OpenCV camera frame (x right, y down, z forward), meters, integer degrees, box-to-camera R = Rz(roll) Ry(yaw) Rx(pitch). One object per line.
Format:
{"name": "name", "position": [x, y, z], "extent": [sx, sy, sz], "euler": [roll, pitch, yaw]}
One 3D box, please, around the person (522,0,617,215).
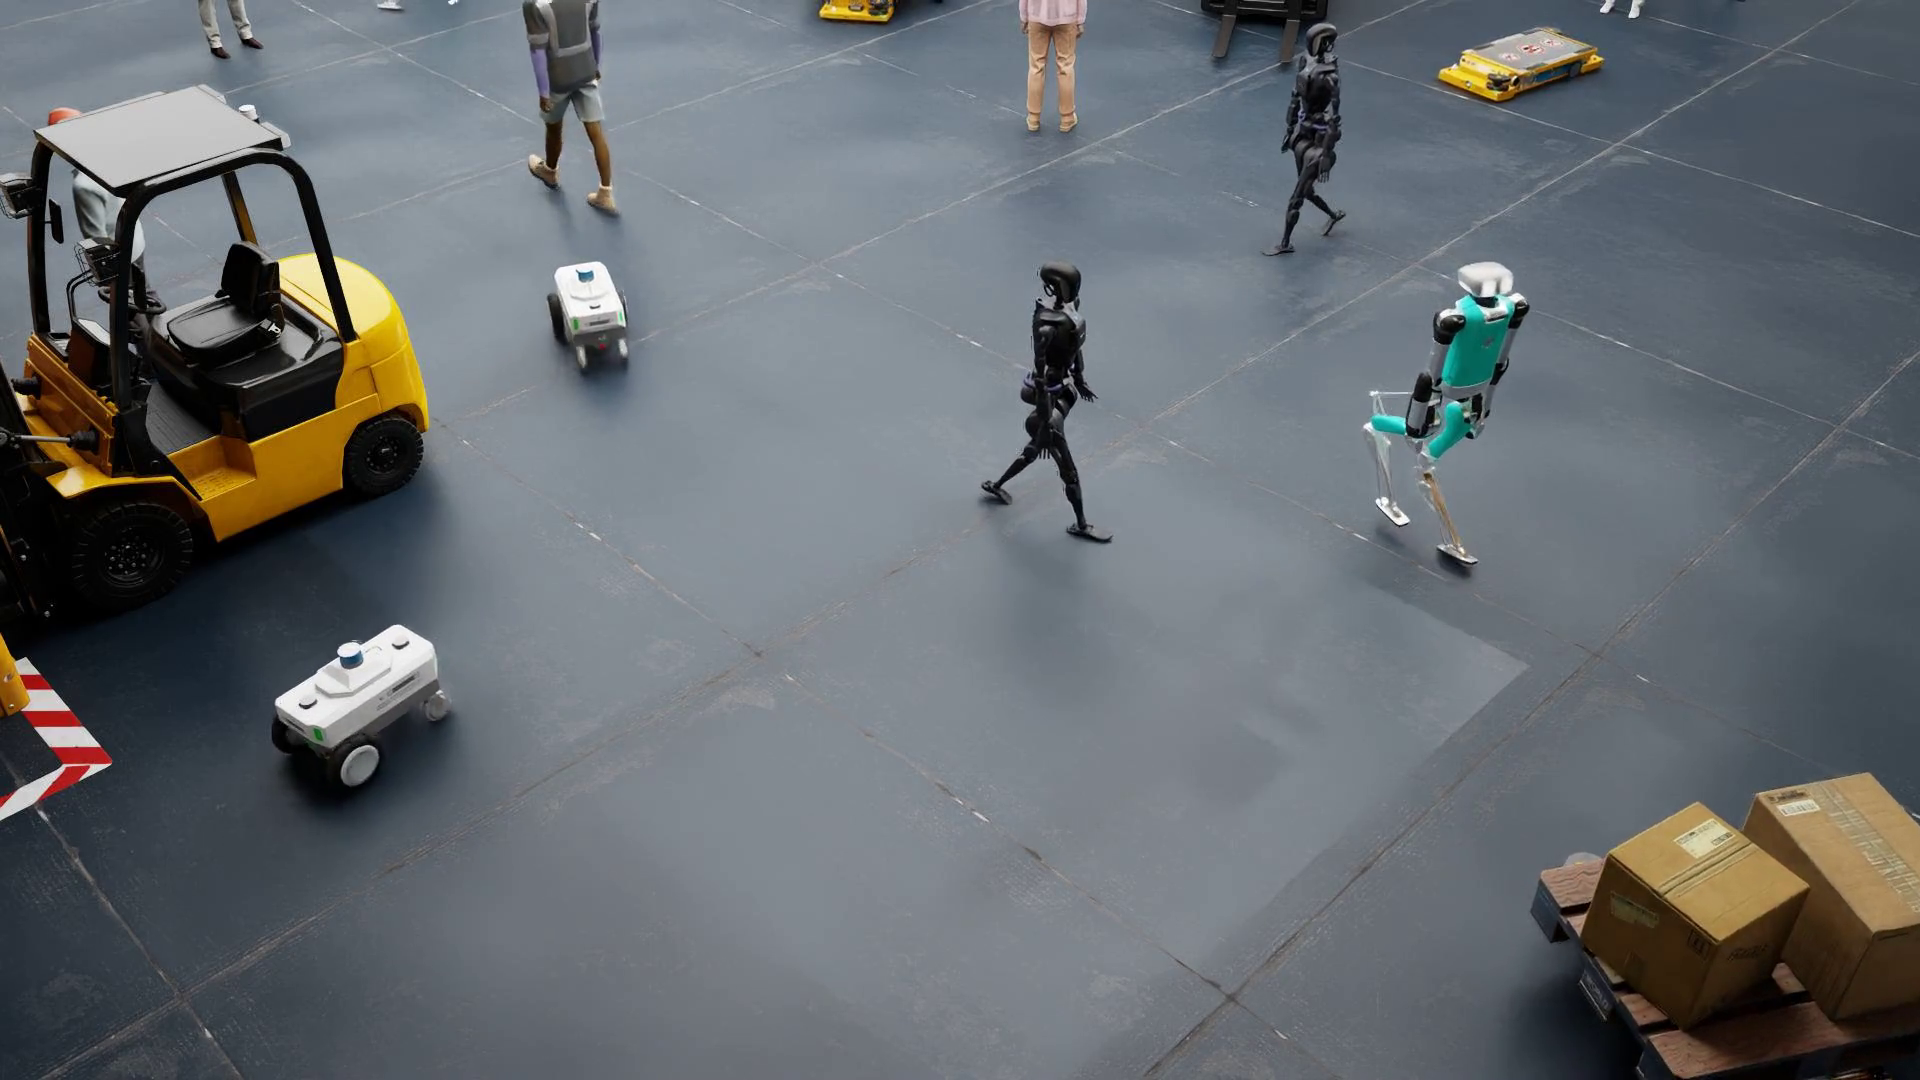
{"name": "person", "position": [-2.907, -3.433, 12.148], "extent": [0.639, 1.991, 1.016], "euler": [-29, 45, -33]}

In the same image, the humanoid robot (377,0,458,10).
{"name": "humanoid robot", "position": [-5.112, -5.893, 15.696], "extent": [1.027, 1.772, 0.569], "euler": [-6, 37, -8]}

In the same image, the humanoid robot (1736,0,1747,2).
{"name": "humanoid robot", "position": [7.543, -6.032, 15.904], "extent": [0.612, 1.644, 0.464], "euler": [-9, 38, -12]}

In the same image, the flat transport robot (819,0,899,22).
{"name": "flat transport robot", "position": [-0.876, -5.379, 16.197], "extent": [0.659, 0.231, 1.431], "euler": [6, 37, 8]}

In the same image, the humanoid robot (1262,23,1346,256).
{"name": "humanoid robot", "position": [2.499, -2.798, 11.599], "extent": [0.737, 1.639, 0.616], "euler": [-13, 39, -16]}

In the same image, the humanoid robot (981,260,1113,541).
{"name": "humanoid robot", "position": [0.484, -0.776, 8.920], "extent": [0.828, 1.641, 0.602], "euler": [14, 39, 18]}

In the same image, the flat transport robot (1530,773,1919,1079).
{"name": "flat transport robot", "position": [3.008, 1.792, 6.598], "extent": [0.659, 0.231, 1.431], "euler": [-8, 37, -11]}

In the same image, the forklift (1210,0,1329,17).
{"name": "forklift", "position": [3.106, -6.400, 15.960], "extent": [1.214, 2.155, 2.313], "euler": [8, 37, 10]}

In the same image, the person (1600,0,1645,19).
{"name": "person", "position": [6.351, -5.715, 15.504], "extent": [0.512, 1.634, 0.312], "euler": [23, 42, 28]}

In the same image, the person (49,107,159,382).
{"name": "person", "position": [-5.188, -1.803, 10.179], "extent": [0.351, 1.738, 0.575], "euler": [-4, 37, -5]}

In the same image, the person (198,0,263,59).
{"name": "person", "position": [-6.605, -5.171, 14.665], "extent": [0.388, 1.776, 0.539], "euler": [28, 45, 32]}

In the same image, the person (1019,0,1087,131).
{"name": "person", "position": [0.737, -4.135, 13.265], "extent": [0.538, 1.781, 0.399], "euler": [4, 37, 6]}

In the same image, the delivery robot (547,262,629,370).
{"name": "delivery robot", "position": [-2.389, -1.498, 10.758], "extent": [0.499, 0.589, 0.792], "euler": [-12, 39, -16]}

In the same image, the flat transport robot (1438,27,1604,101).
{"name": "flat transport robot", "position": [4.942, -4.183, 14.597], "extent": [1.431, 0.231, 0.659], "euler": [-23, 43, -28]}

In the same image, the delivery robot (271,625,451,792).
{"name": "delivery robot", "position": [-2.800, 0.741, 7.758], "extent": [0.499, 0.586, 0.773], "euler": [24, 43, 29]}

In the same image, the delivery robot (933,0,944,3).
{"name": "delivery robot", "position": [-0.181, -5.638, 16.298], "extent": [0.499, 0.587, 0.777], "euler": [-22, 42, -27]}

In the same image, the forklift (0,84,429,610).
{"name": "forklift", "position": [-4.145, -1.093, 8.856], "extent": [2.313, 2.155, 1.214], "euler": [-31, 47, -34]}

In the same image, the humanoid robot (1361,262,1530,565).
{"name": "humanoid robot", "position": [2.474, -0.718, 8.738], "extent": [0.541, 1.765, 0.904], "euler": [-16, 40, -20]}

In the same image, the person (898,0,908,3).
{"name": "person", "position": [-0.698, -6.082, 15.757], "extent": [0.363, 1.931, 0.622], "euler": [-16, 40, -20]}
